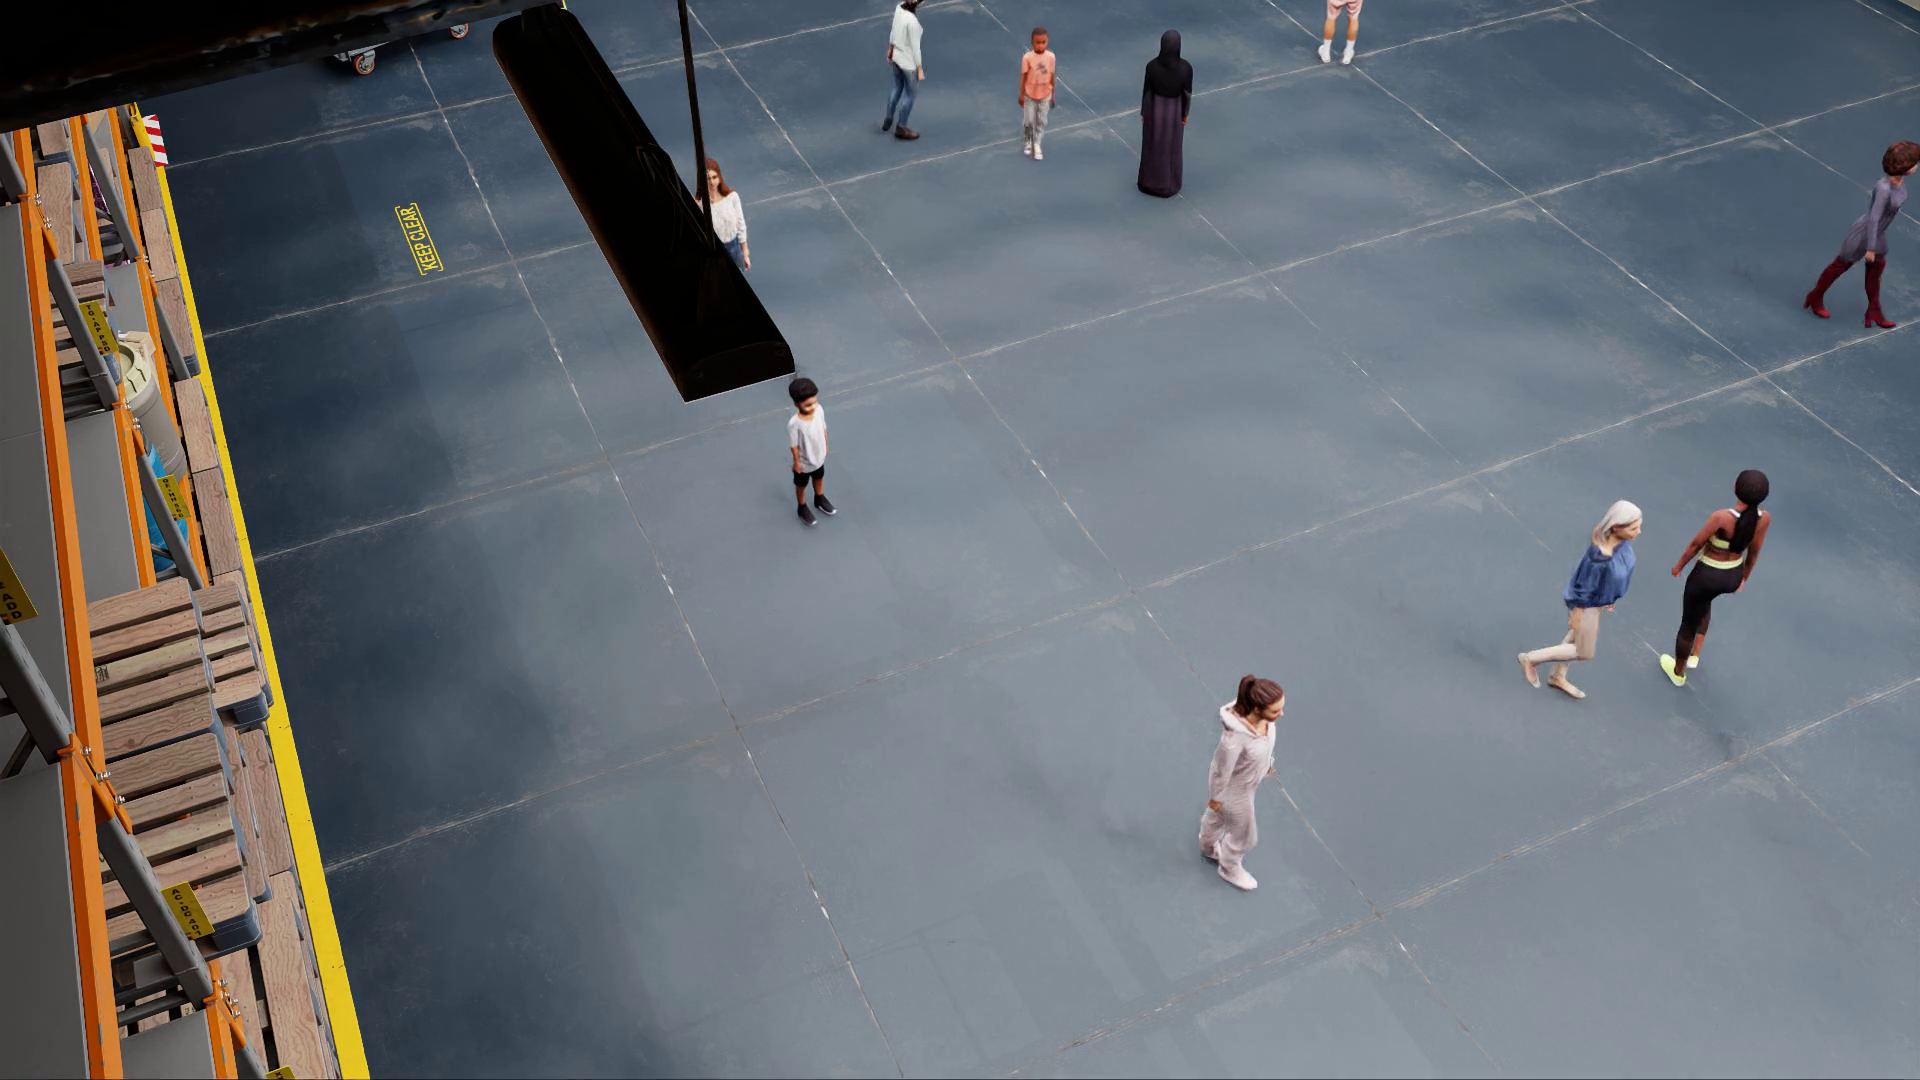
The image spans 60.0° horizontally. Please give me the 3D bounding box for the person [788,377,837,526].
[{"bbox_3d":[-1.106,-0.673,12.114,0.536,1.257,0.560,-33,52,-30],"label":"person"}]

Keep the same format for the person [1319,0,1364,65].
[{"bbox_3d":[3.994,-5.760,17.072,0.718,1.783,0.731,3,44,3],"label":"person"}]

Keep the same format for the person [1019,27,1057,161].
[{"bbox_3d":[0.727,-4.299,15.885,0.567,1.305,0.602,-4,44,-4],"label":"person"}]

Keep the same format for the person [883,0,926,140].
[{"bbox_3d":[-0.561,-4.612,15.989,0.797,1.616,0.503,-29,51,-27],"label":"person"}]

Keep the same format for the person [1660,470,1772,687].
[{"bbox_3d":[4.896,0.318,10.725,0.658,1.739,0.703,-5,44,-5],"label":"person"}]

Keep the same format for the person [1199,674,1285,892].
[{"bbox_3d":[1.536,1.344,9.695,0.851,1.673,0.801,22,48,21],"label":"person"}]

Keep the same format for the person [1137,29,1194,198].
[{"bbox_3d":[1.876,-3.933,15.277,0.713,1.615,0.745,5,44,5],"label":"person"}]

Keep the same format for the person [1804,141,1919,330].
[{"bbox_3d":[7.422,-2.548,13.771,0.808,1.687,1.035,-34,53,-30],"label":"person"}]

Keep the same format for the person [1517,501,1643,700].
[{"bbox_3d":[3.976,0.358,10.719,0.835,1.688,0.766,30,51,27],"label":"person"}]

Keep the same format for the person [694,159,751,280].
[{"bbox_3d":[-1.944,-2.374,13.568,0.629,1.714,1.002,-13,45,-13],"label":"person"}]
